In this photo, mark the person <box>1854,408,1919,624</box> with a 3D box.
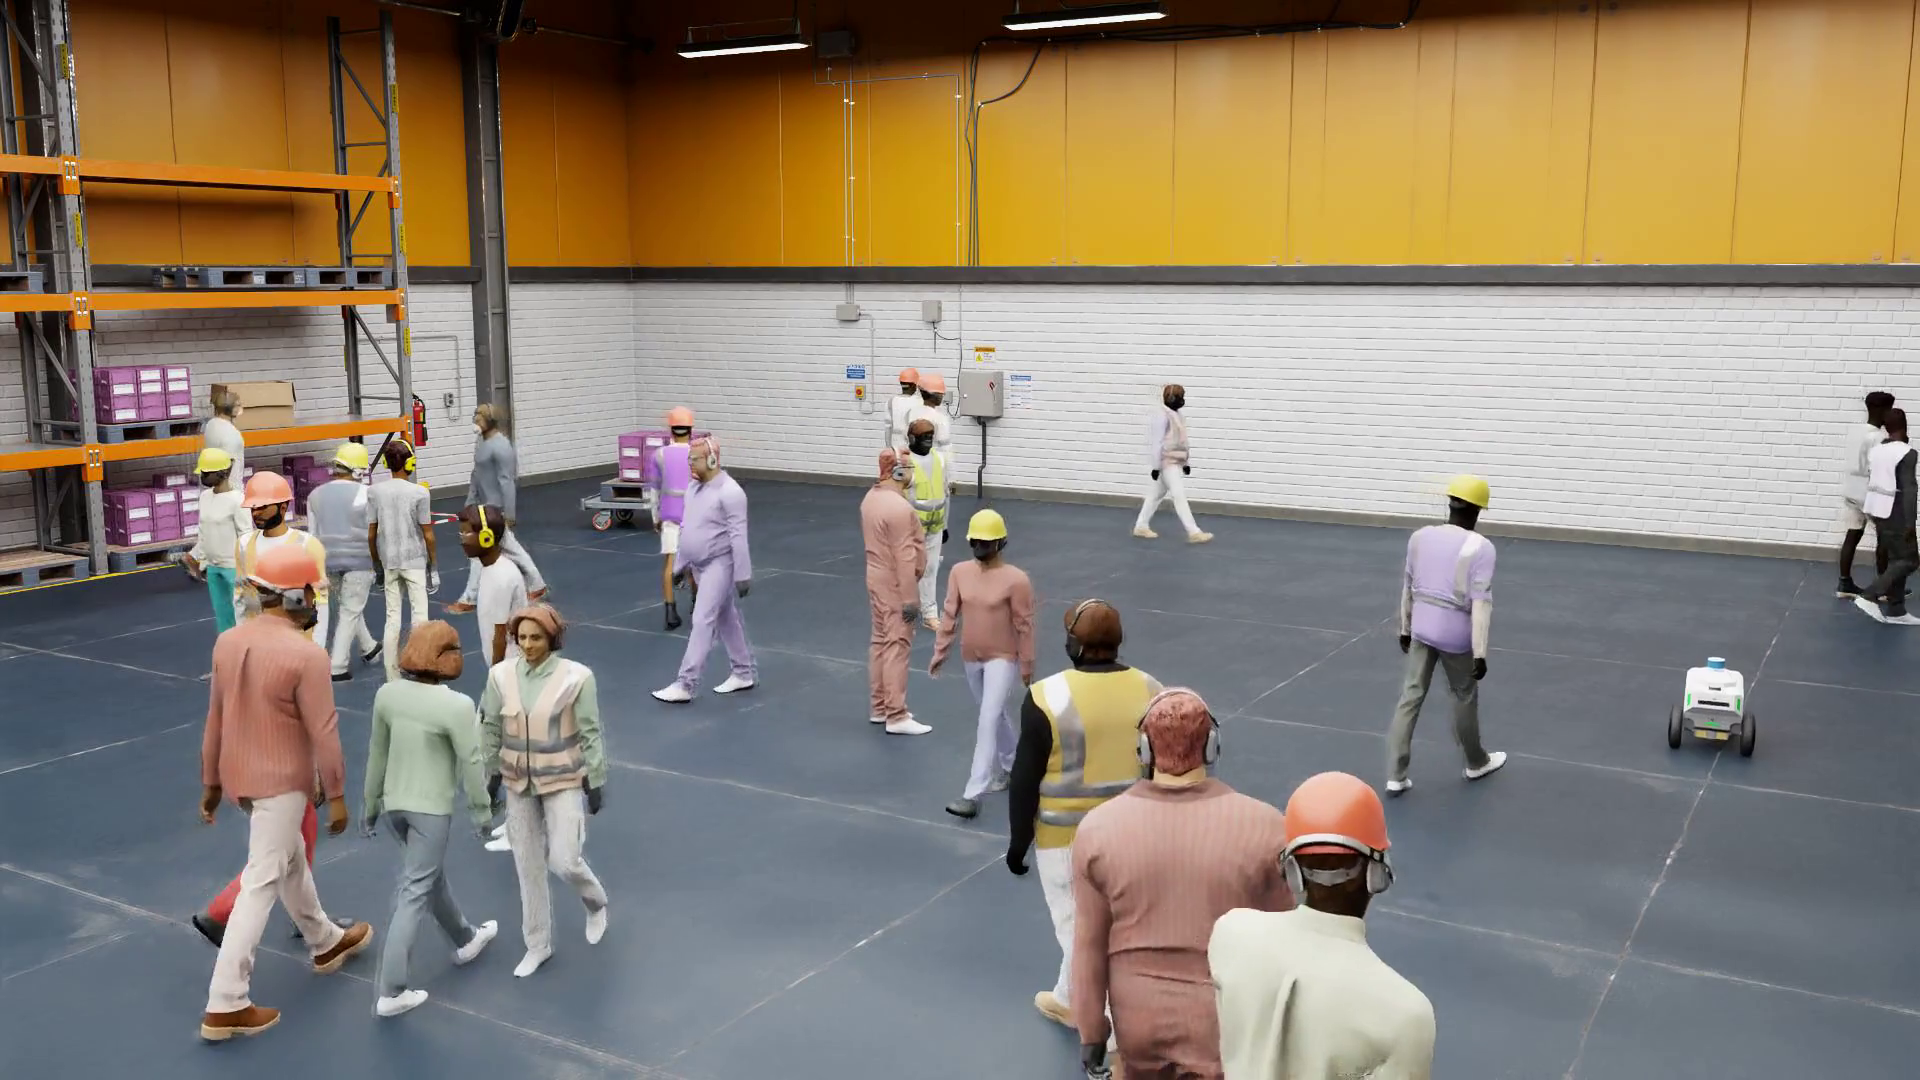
[{"bbox_3d":[8.083,-0.195,14.337,0.514,1.876,0.623,1,9,3],"label":"person"}]

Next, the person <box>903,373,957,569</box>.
[{"bbox_3d":[-0.253,-0.695,17.029,0.662,2.014,0.639,-8,12,-41],"label":"person"}]

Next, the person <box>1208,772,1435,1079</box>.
[{"bbox_3d":[0.762,1.484,3.724,0.596,1.940,0.997,9,13,43],"label":"person"}]

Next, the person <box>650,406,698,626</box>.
[{"bbox_3d":[-2.422,-0.217,14.471,0.561,1.888,1.015,1,9,4],"label":"person"}]

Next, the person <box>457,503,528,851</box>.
[{"bbox_3d":[-2.396,0.725,8.712,0.404,1.847,0.556,-4,10,-24],"label":"person"}]

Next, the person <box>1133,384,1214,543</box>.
[{"bbox_3d":[2.400,-0.873,18.863,0.981,1.792,0.648,4,10,23],"label":"person"}]

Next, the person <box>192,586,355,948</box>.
[{"bbox_3d":[-3.067,0.991,7.362,0.637,1.740,0.557,-7,12,-38],"label":"person"}]

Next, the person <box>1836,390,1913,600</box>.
[{"bbox_3d":[8.559,-0.411,15.449,0.709,1.946,0.642,0,9,3],"label":"person"}]

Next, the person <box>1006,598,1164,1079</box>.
[{"bbox_3d":[0.517,1.124,6.348,0.623,1.812,0.920,-5,10,-27],"label":"person"}]

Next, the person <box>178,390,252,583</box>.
[{"bbox_3d":[-7.110,-0.479,15.976,0.703,1.925,0.633,-8,12,-43],"label":"person"}]

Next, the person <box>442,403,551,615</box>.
[{"bbox_3d":[-4.169,-0.297,14.961,0.997,1.896,0.633,-5,10,-27],"label":"person"}]

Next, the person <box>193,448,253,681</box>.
[{"bbox_3d":[-5.430,0.194,12.279,0.523,1.763,0.329,5,10,29],"label":"person"}]

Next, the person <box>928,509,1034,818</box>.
[{"bbox_3d":[0.136,0.674,9.438,0.536,1.713,0.932,7,11,35],"label":"person"}]

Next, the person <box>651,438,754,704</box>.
[{"bbox_3d":[-1.867,0.217,11.797,0.944,1.860,0.665,-7,11,-35],"label":"person"}]

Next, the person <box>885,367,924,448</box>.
[{"bbox_3d":[-0.606,-1.058,19.548,0.551,1.935,0.375,4,10,26],"label":"person"}]

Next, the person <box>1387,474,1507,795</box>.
[{"bbox_3d":[2.868,0.547,9.744,0.987,1.859,0.696,-7,12,-38],"label":"person"}]

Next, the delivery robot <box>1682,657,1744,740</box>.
[{"bbox_3d":[4.855,1.000,10.709,0.477,0.478,0.707,4,10,24],"label":"delivery robot"}]

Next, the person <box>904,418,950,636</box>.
[{"bbox_3d":[-0.339,-0.110,13.979,0.625,1.835,0.432,-7,11,-36],"label":"person"}]

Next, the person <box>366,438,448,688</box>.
[{"bbox_3d":[-3.957,0.206,11.872,0.514,1.872,0.328,1,9,8],"label":"person"}]

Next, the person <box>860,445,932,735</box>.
[{"bbox_3d":[-0.414,0.327,11.004,0.404,1.906,0.645,-4,10,-22],"label":"person"}]

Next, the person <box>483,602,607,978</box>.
[{"bbox_3d":[-1.801,1.068,7.250,0.528,1.628,0.420,2,9,14],"label":"person"}]

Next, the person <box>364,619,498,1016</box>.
[{"bbox_3d":[-2.209,1.124,7.002,0.514,1.581,0.847,4,10,26],"label":"person"}]

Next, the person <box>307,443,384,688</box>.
[{"bbox_3d":[-4.516,0.158,12.457,0.589,1.771,0.940,2,9,14],"label":"person"}]

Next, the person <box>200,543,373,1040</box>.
[{"bbox_3d":[-2.806,0.986,6.834,0.657,1.940,0.991,5,10,28],"label":"person"}]

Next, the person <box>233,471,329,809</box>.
[{"bbox_3d":[-3.830,0.575,9.351,0.552,1.937,0.356,2,9,10],"label":"person"}]

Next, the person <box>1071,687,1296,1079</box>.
[{"bbox_3d":[0.621,1.356,4.710,0.627,1.867,0.915,3,10,17],"label":"person"}]
